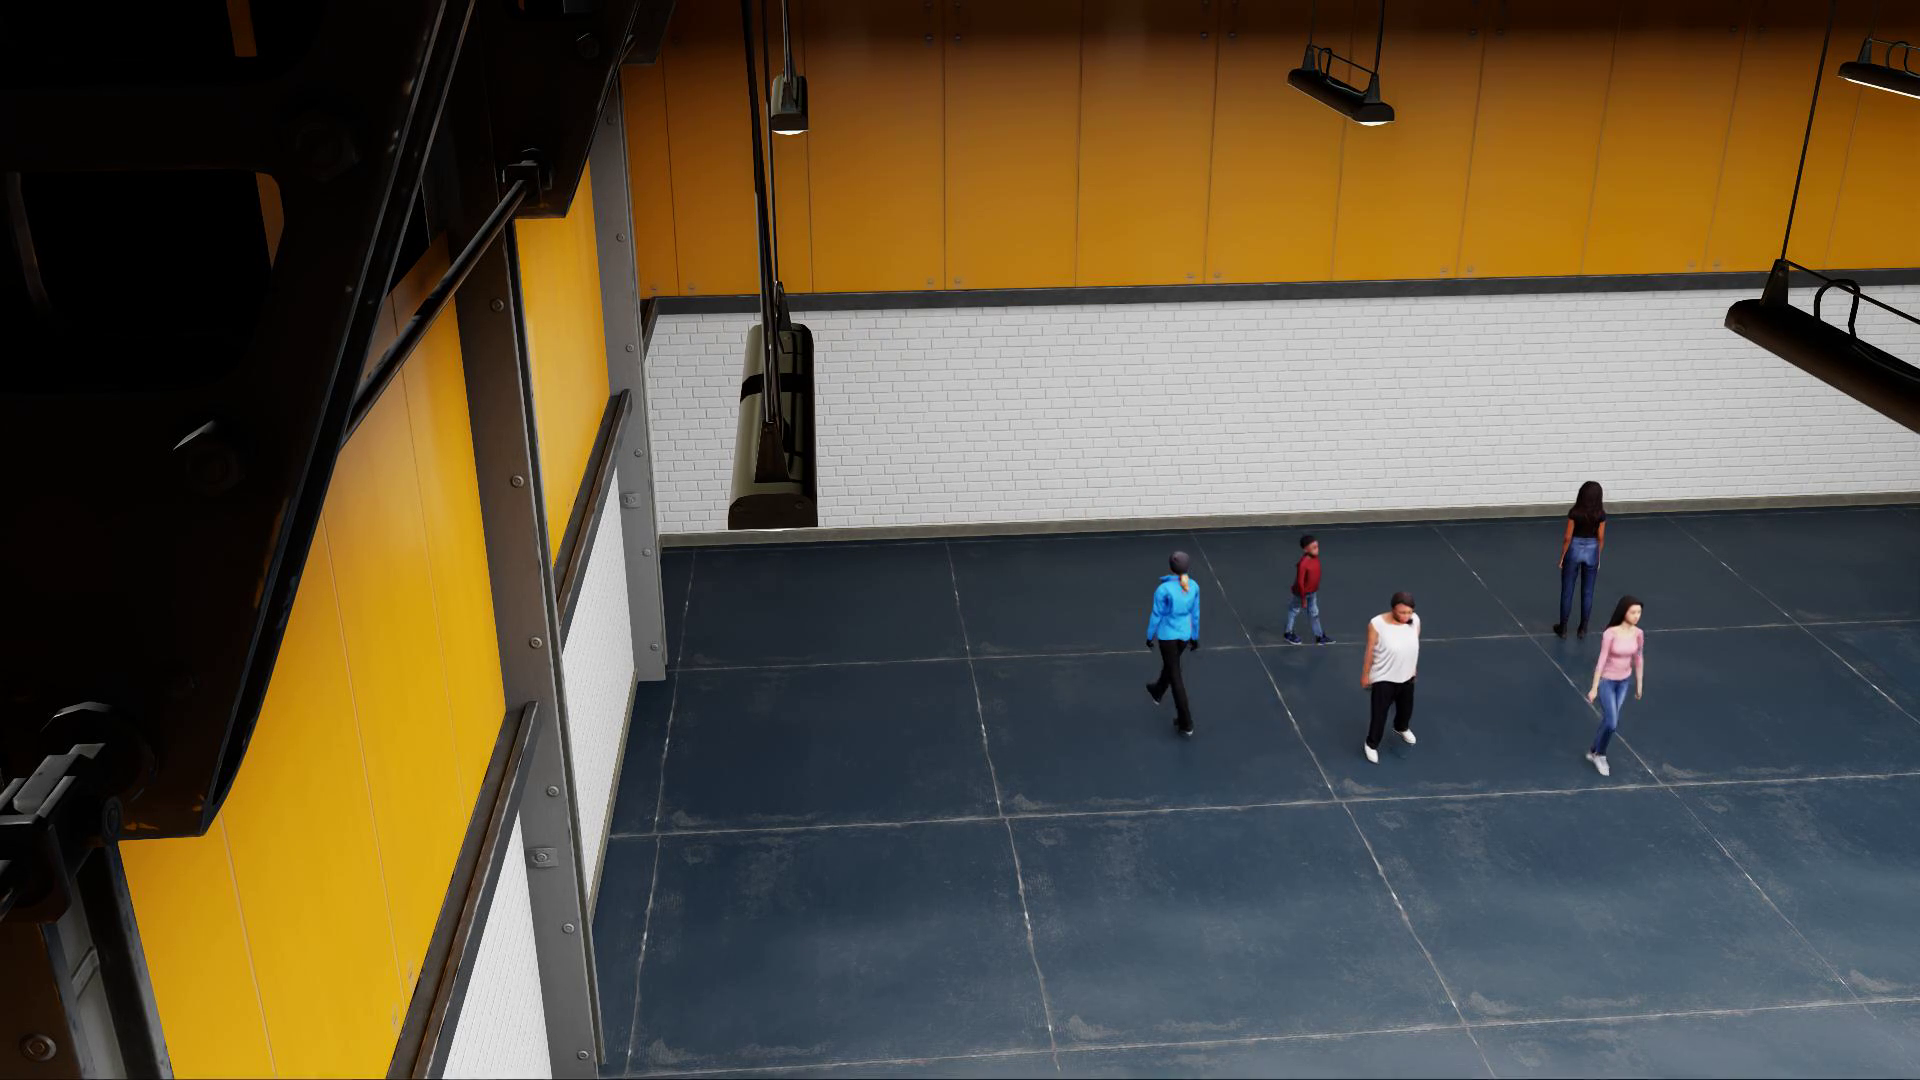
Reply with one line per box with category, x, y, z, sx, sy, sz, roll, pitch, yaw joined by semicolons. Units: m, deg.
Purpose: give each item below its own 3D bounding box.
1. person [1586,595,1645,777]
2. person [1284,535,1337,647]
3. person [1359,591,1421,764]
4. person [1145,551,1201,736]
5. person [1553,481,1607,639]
person;5.852;1.259;15.008;0.658;1.731;0.690;-7;24;-15
person;3.532;0.514;17.330;0.862;1.237;0.787;20;31;39
person;3.964;1.204;15.199;0.863;1.681;0.762;-6;24;-13
person;2.043;0.994;15.598;0.862;1.745;1.218;-9;25;-20
person;6.504;0.200;17.422;0.615;1.738;0.601;3;24;7
